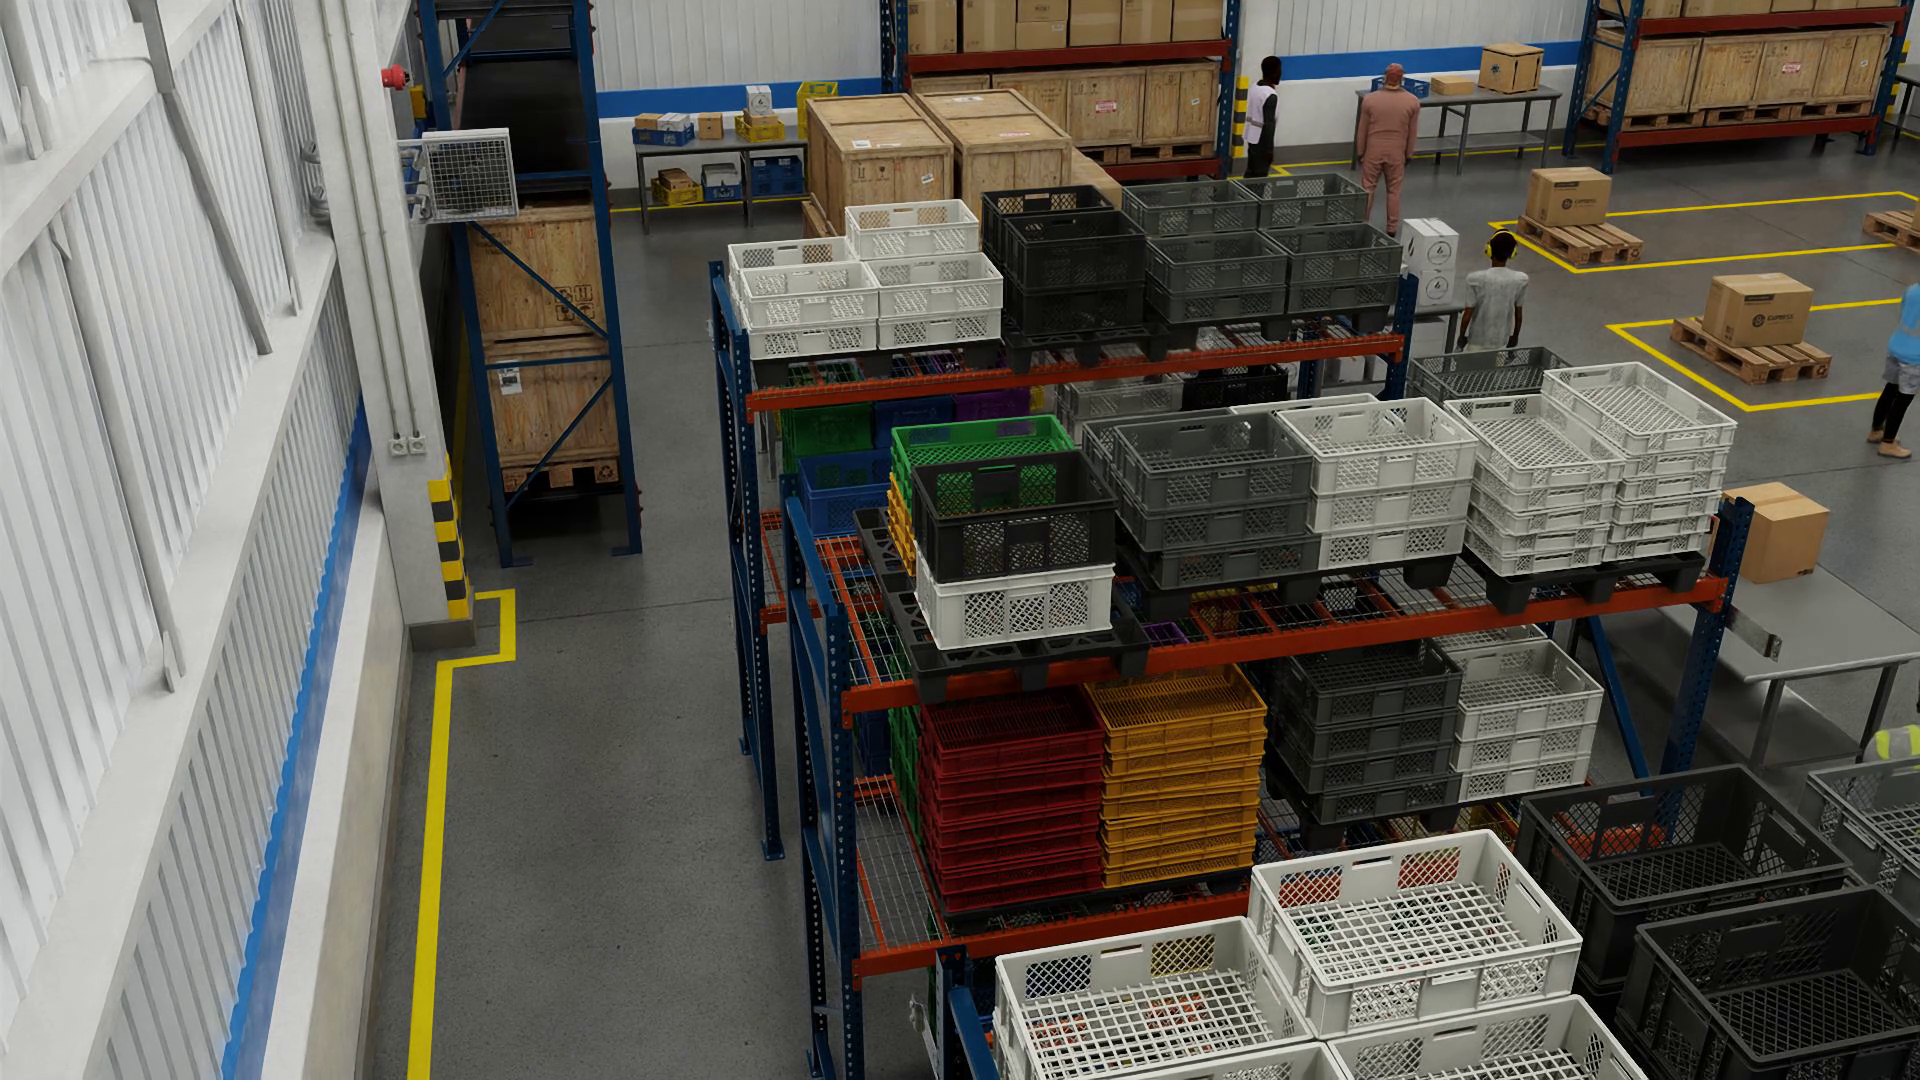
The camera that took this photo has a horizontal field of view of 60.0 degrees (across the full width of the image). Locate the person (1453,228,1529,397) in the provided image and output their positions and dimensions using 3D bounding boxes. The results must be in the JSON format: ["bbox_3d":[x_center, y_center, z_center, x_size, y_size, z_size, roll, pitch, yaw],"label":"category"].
[{"bbox_3d":[4.211,-1.574,13.301,0.514,1.872,0.328,0,28,-1],"label":"person"}]

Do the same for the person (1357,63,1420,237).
[{"bbox_3d":[4.736,-4.336,18.518,0.642,1.899,0.395,4,28,8],"label":"person"}]

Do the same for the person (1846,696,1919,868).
[{"bbox_3d":[4.362,1.395,7.702,0.621,1.841,0.429,3,28,5],"label":"person"}]

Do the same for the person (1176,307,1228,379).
[{"bbox_3d":[1.849,-1.275,12.756,0.697,1.848,0.563,-2,28,-4],"label":"person"}]

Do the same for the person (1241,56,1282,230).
[{"bbox_3d":[3.389,-4.489,18.781,0.393,1.919,0.590,-5,28,-10],"label":"person"}]

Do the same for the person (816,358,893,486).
[{"bbox_3d":[-0.731,-0.777,11.801,1.093,1.876,0.640,15,31,26],"label":"person"}]

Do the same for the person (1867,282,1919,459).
[{"bbox_3d":[7.643,-1.470,13.302,0.366,1.686,0.546,-2,28,-5],"label":"person"}]
